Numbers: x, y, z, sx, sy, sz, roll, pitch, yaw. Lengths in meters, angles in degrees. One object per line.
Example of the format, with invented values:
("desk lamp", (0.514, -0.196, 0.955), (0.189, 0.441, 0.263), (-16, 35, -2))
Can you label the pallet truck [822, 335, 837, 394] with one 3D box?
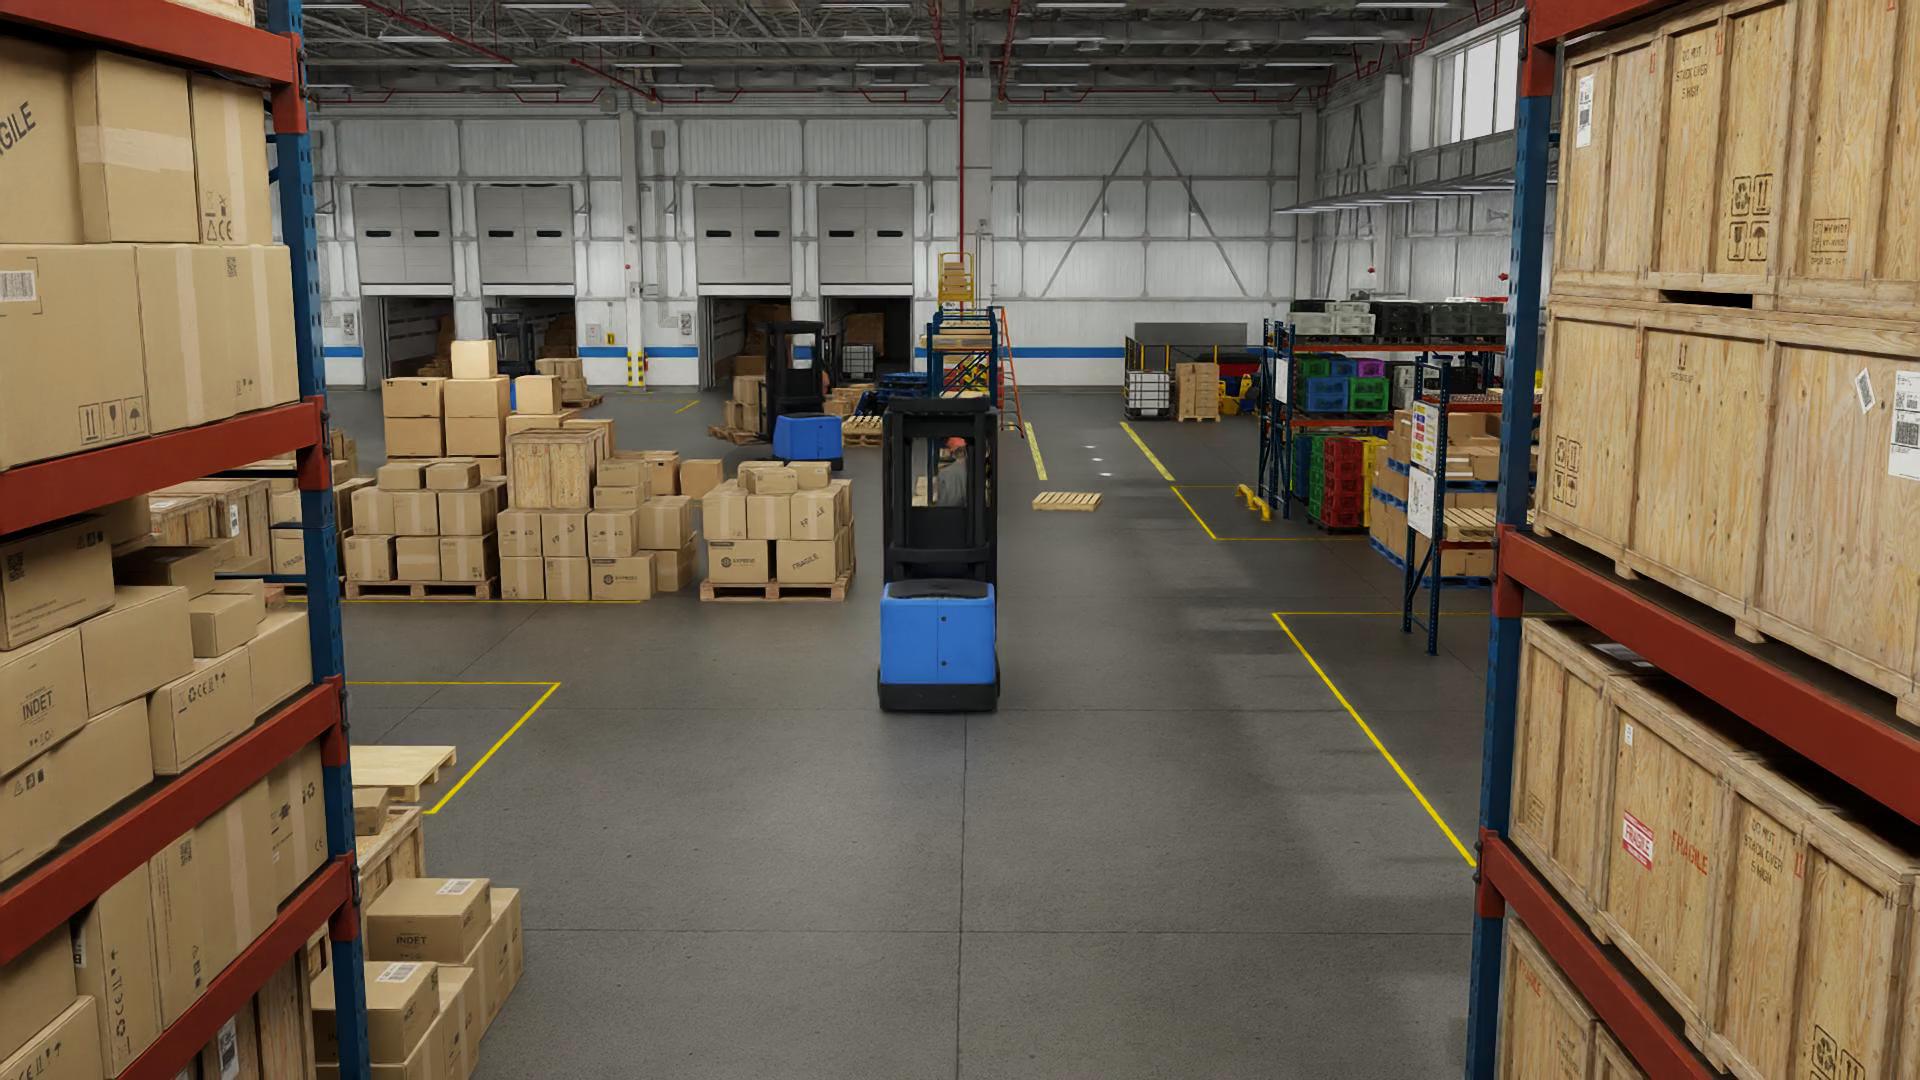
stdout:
("pallet truck", (-3.021, -4.312, 43.126), (1.885, 1.965, 0.823), (3, 10, 17))

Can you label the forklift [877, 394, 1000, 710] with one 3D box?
("forklift", (-0.191, 0.036, 15.495), (1.129, 2.768, 1.873), (0, 10, 1))

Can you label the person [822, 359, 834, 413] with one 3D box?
("person", (-3.151, -3.346, 38.514), (0.777, 1.669, 0.552), (-8, 13, -39))

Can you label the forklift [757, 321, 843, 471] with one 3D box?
("forklift", (-3.030, -2.731, 31.456), (1.129, 2.768, 1.873), (-5, 11, -25))

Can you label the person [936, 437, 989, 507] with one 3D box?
("person", (0.024, -0.273, 19.961), (0.628, 1.948, 0.848), (3, 10, 18))

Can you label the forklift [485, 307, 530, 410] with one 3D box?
("forklift", (-10.751, -4.150, 39.642), (1.129, 2.768, 1.873), (0, 10, 1))
